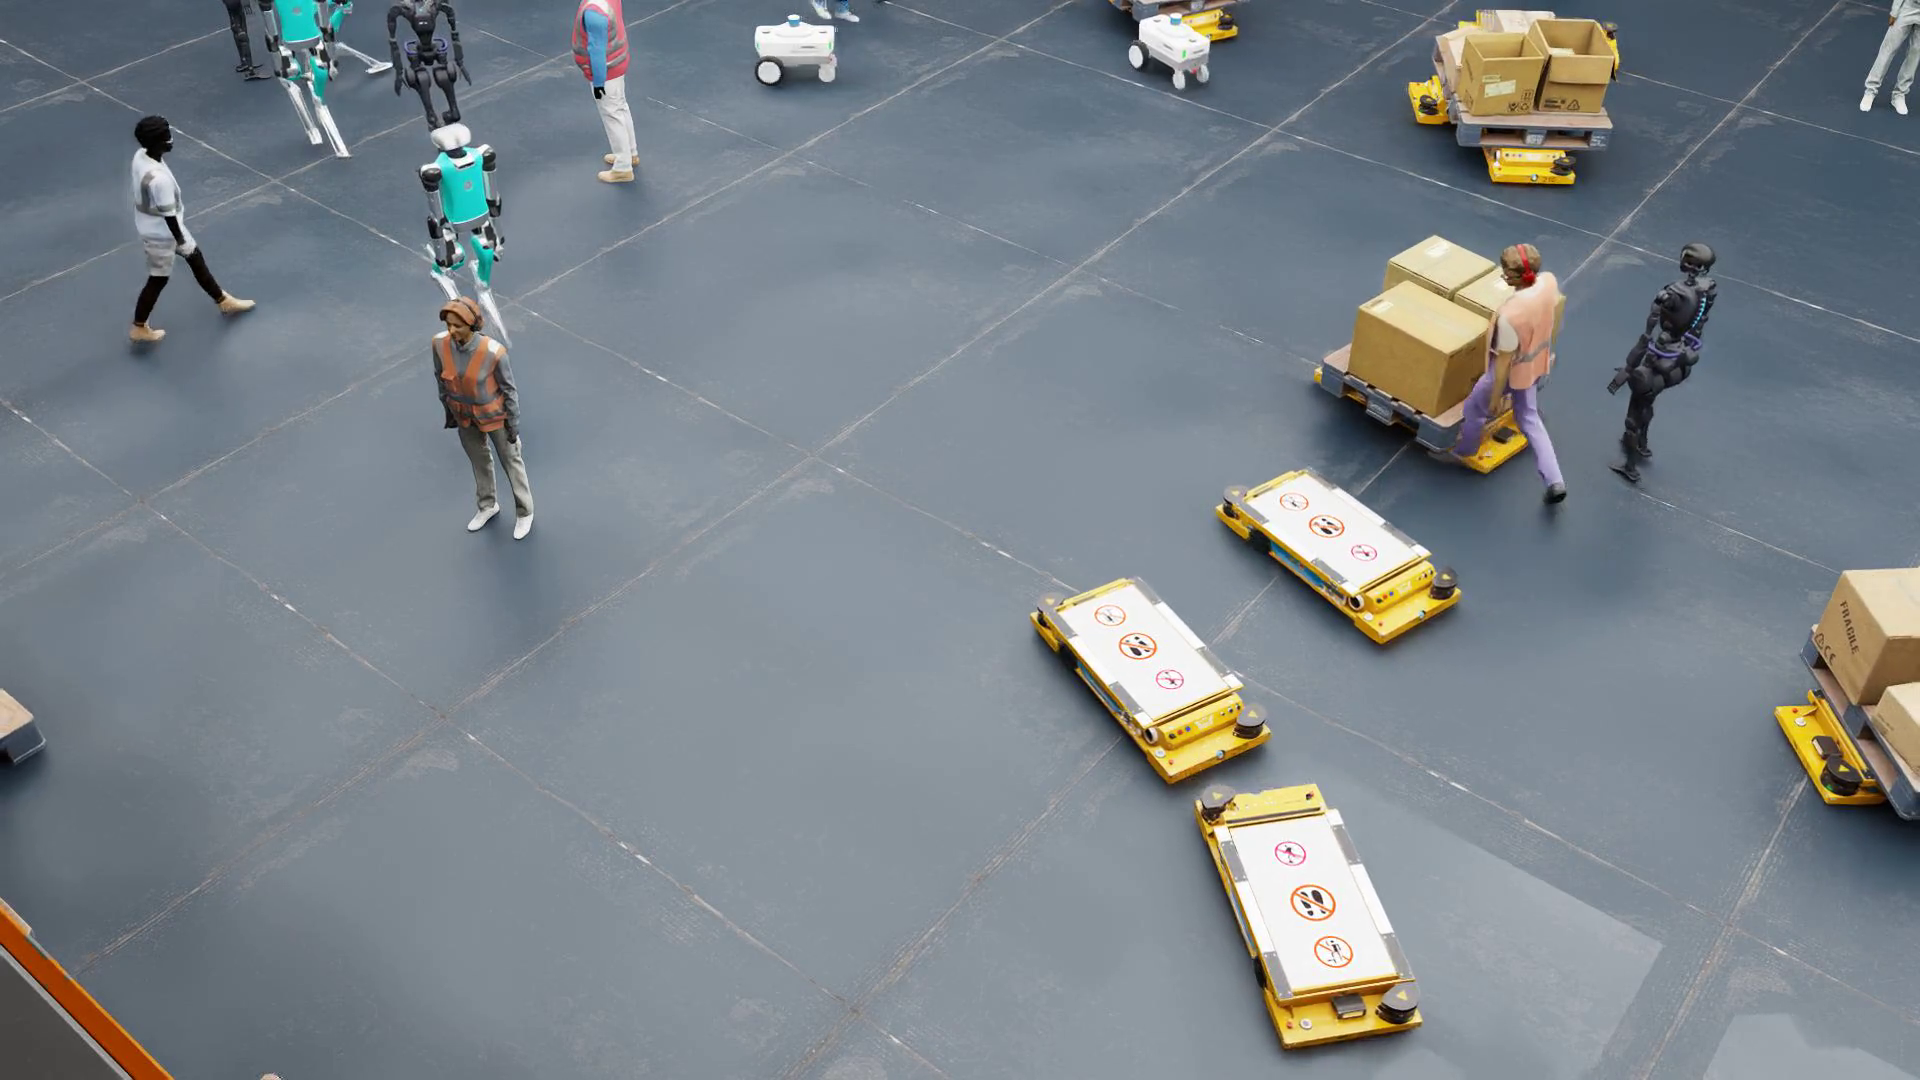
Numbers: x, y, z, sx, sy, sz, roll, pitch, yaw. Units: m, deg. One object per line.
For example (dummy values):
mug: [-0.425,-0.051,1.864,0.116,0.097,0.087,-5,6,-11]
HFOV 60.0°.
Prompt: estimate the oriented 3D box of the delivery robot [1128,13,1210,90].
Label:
delivery robot: [1.924,-4.495,15.159,0.499,0.612,0.796,-23,45,-24]

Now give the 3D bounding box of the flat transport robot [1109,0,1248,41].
flat transport robot: [2.027,-5.183,16.175,0.659,0.231,1.431,-18,44,-20]

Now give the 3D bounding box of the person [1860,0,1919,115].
person: [8.219,-4.499,14.236,0.484,1.739,0.304,8,41,10]

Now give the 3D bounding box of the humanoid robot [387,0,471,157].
humanoid robot: [-4.356,-3.907,13.591,0.609,1.634,0.508,-16,43,-18]

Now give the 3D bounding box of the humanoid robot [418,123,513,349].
humanoid robot: [-3.451,-2.049,11.400,0.541,1.837,0.746,-32,50,-32]

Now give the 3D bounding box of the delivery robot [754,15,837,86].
delivery robot: [-1.500,-4.471,15.104,0.769,0.577,0.499,0,40,0]

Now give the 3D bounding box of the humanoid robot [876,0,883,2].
humanoid robot: [-0.848,-6.100,16.164,0.311,1.641,0.616,-30,49,-30]

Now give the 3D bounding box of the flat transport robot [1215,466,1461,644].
flat transport robot: [2.262,0.042,10.029,0.659,0.231,1.431,-24,46,-26]

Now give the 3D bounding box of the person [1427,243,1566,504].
person: [3.408,-1.003,10.090,0.630,1.785,0.902,-32,50,-32]

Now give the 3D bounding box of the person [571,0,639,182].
person: [-2.858,-3.773,13.315,0.431,1.836,0.629,-1,40,-1]

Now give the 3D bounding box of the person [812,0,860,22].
person: [-1.152,-5.722,15.698,0.406,1.712,0.492,18,44,20]

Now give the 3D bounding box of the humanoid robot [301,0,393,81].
humanoid robot: [-5.703,-4.846,14.690,1.004,1.754,0.550,-15,43,-17]

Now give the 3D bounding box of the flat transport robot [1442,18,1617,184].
flat transport robot: [4.757,-3.443,14.128,0.659,0.231,1.431,3,40,3]

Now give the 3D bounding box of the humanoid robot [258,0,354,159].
humanoid robot: [-5.368,-3.943,13.583,0.554,1.735,0.993,-21,45,-23]

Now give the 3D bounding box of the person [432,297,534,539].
person: [-2.829,-0.727,9.870,0.513,1.644,0.307,11,42,13]

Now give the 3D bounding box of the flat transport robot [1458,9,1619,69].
flat transport robot: [5.419,-4.690,15.595,1.431,0.231,0.659,9,41,10]

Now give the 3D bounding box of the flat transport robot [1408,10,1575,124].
flat transport robot: [4.717,-3.865,14.624,1.431,0.231,0.659,3,40,3]

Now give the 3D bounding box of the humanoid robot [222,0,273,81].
humanoid robot: [-6.500,-4.961,14.816,0.315,1.657,0.599,-21,45,-23]

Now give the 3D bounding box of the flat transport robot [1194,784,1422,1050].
flat transport robot: [1.652,1.751,8.018,0.659,0.231,1.431,-7,41,-8]

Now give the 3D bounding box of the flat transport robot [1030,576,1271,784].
flat transport robot: [1.033,0.716,9.236,0.659,0.231,1.431,-20,44,-22]

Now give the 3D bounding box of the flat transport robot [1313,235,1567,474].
flat transport robot: [3.156,-0.961,11.209,0.659,0.231,1.431,-29,48,-30]

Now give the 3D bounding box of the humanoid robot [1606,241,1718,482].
humanoid robot: [4.294,-1.126,10.315,0.615,1.653,0.440,-19,44,-21]

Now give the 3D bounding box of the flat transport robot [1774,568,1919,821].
flat transport robot: [5.167,1.080,8.808,1.431,0.231,0.659,-2,40,-2]

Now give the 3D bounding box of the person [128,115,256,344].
person: [-5.583,-2.154,11.553,0.883,1.635,0.556,-20,44,-22]
